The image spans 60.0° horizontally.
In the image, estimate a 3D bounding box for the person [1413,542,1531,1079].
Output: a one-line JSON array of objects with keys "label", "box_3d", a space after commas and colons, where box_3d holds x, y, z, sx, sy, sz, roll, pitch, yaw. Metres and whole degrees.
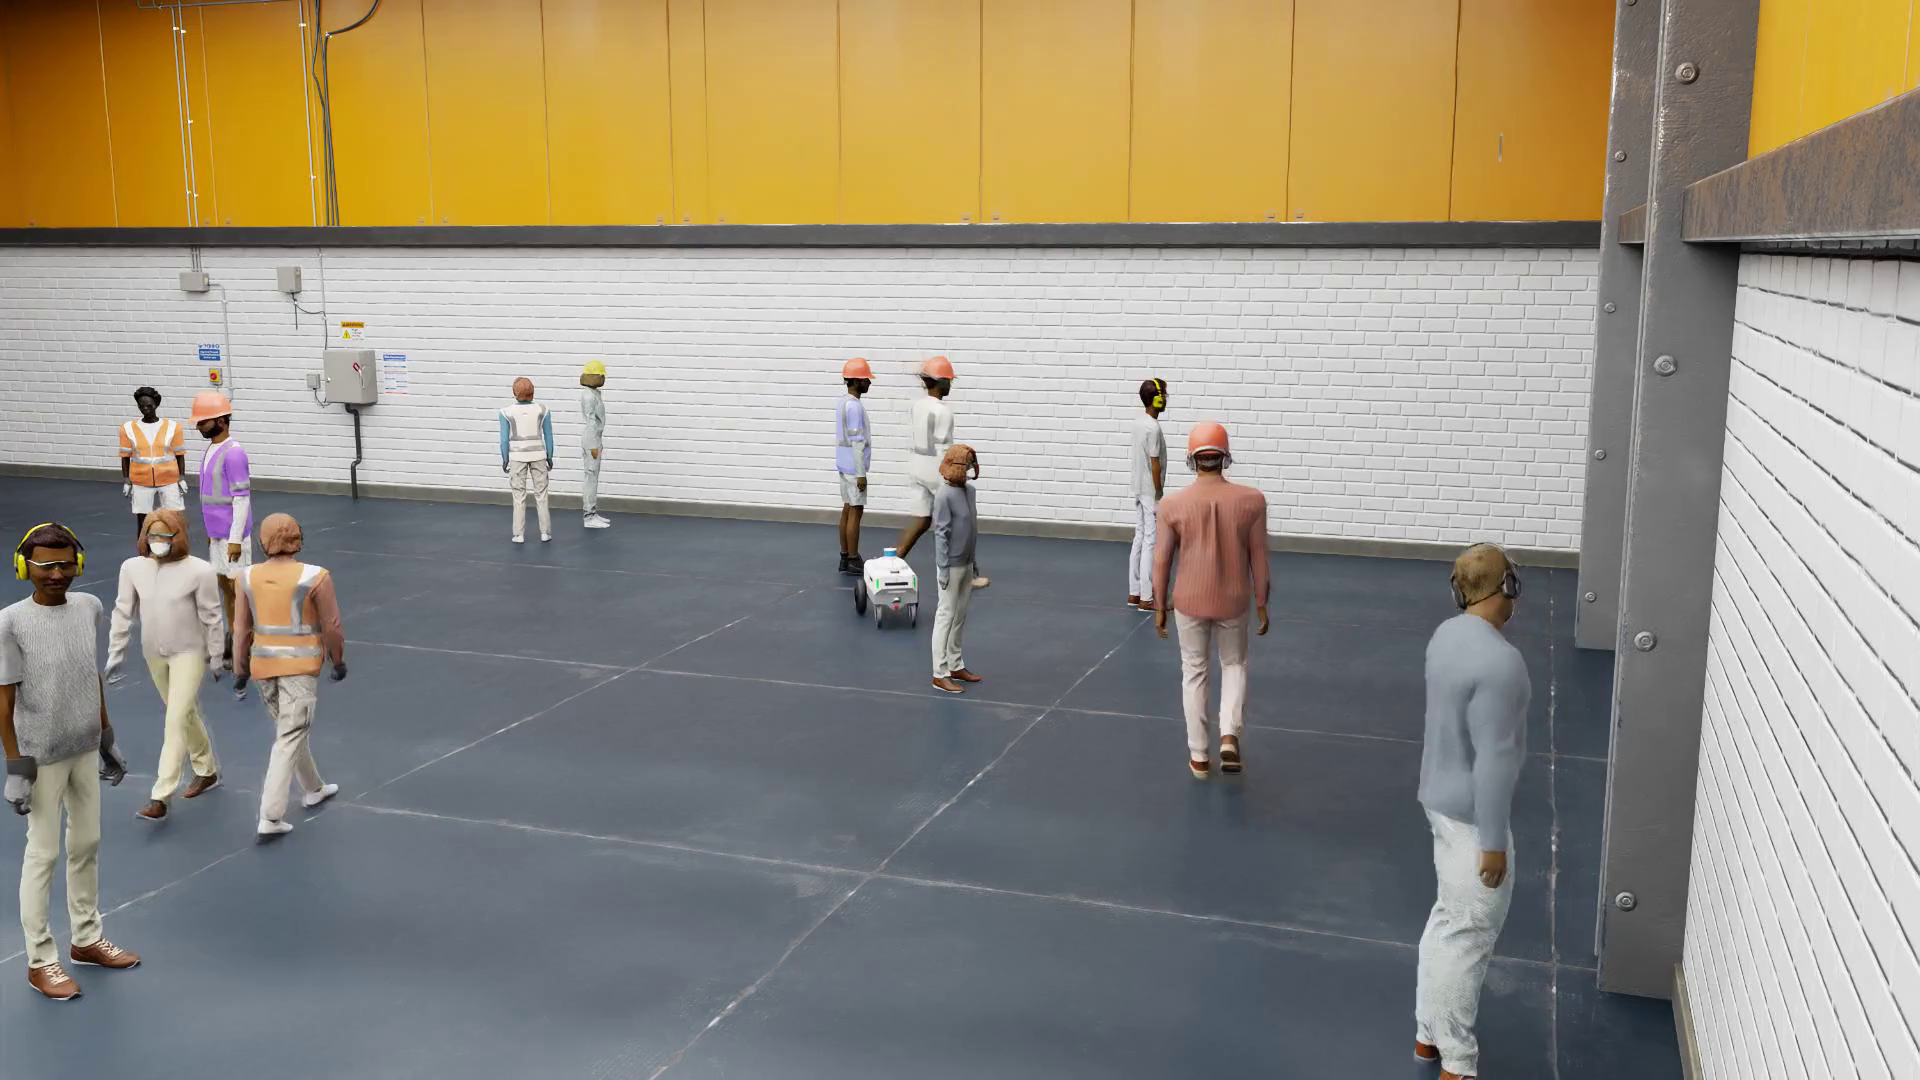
[{"label": "person", "box_3d": [1.768, 0.977, 5.740, 0.340, 1.908, 0.782, 0, 10, 1]}]

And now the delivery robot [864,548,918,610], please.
[{"label": "delivery robot", "box_3d": [-0.545, 0.308, 12.993, 0.477, 0.478, 0.707, -2, 11, -10]}]

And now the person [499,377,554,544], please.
[{"label": "person", "box_3d": [-4.242, -0.778, 16.318, 0.514, 1.645, 0.307, -4, 11, -20]}]

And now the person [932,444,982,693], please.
[{"label": "person", "box_3d": [-0.018, 0.175, 10.980, 0.265, 1.632, 0.507, 5, 11, 25]}]

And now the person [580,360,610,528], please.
[{"label": "person", "box_3d": [-3.793, -1.005, 17.322, 0.325, 1.740, 0.492, -2, 10, -10]}]

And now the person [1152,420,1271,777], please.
[{"label": "person", "box_3d": [1.365, 0.339, 9.074, 0.648, 1.980, 0.459, 0, 10, 3]}]

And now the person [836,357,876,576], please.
[{"label": "person", "box_3d": [-0.915, -0.648, 14.760, 0.358, 1.938, 0.548, -3, 11, -17]}]

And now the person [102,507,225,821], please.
[{"label": "person", "box_3d": [-4.083, 0.632, 8.520, 0.507, 1.589, 0.870, 2, 10, 9]}]

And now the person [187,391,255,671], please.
[{"label": "person", "box_3d": [-5.094, -0.068, 11.504, 0.362, 1.934, 0.543, -9, 14, -42]}]

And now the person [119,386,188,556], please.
[{"label": "person", "box_3d": [-7.079, -0.503, 14.623, 0.541, 1.695, 0.315, -4, 11, -22]}]

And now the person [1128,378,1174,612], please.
[{"label": "person", "box_3d": [1.535, -0.361, 13.339, 0.326, 1.871, 0.518, -2, 10, -14]}]

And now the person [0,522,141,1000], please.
[{"label": "person", "box_3d": [-3.522, 0.848, 6.546, 0.319, 1.863, 0.521, 4, 11, 20]}]

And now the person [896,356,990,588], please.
[{"label": "person", "box_3d": [-0.227, -0.549, 14.019, 0.937, 2.010, 0.620, -6, 11, -28]}]

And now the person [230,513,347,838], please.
[{"label": "person", "box_3d": [-3.394, 0.657, 8.374, 0.502, 1.595, 0.792, 2, 10, 12]}]
